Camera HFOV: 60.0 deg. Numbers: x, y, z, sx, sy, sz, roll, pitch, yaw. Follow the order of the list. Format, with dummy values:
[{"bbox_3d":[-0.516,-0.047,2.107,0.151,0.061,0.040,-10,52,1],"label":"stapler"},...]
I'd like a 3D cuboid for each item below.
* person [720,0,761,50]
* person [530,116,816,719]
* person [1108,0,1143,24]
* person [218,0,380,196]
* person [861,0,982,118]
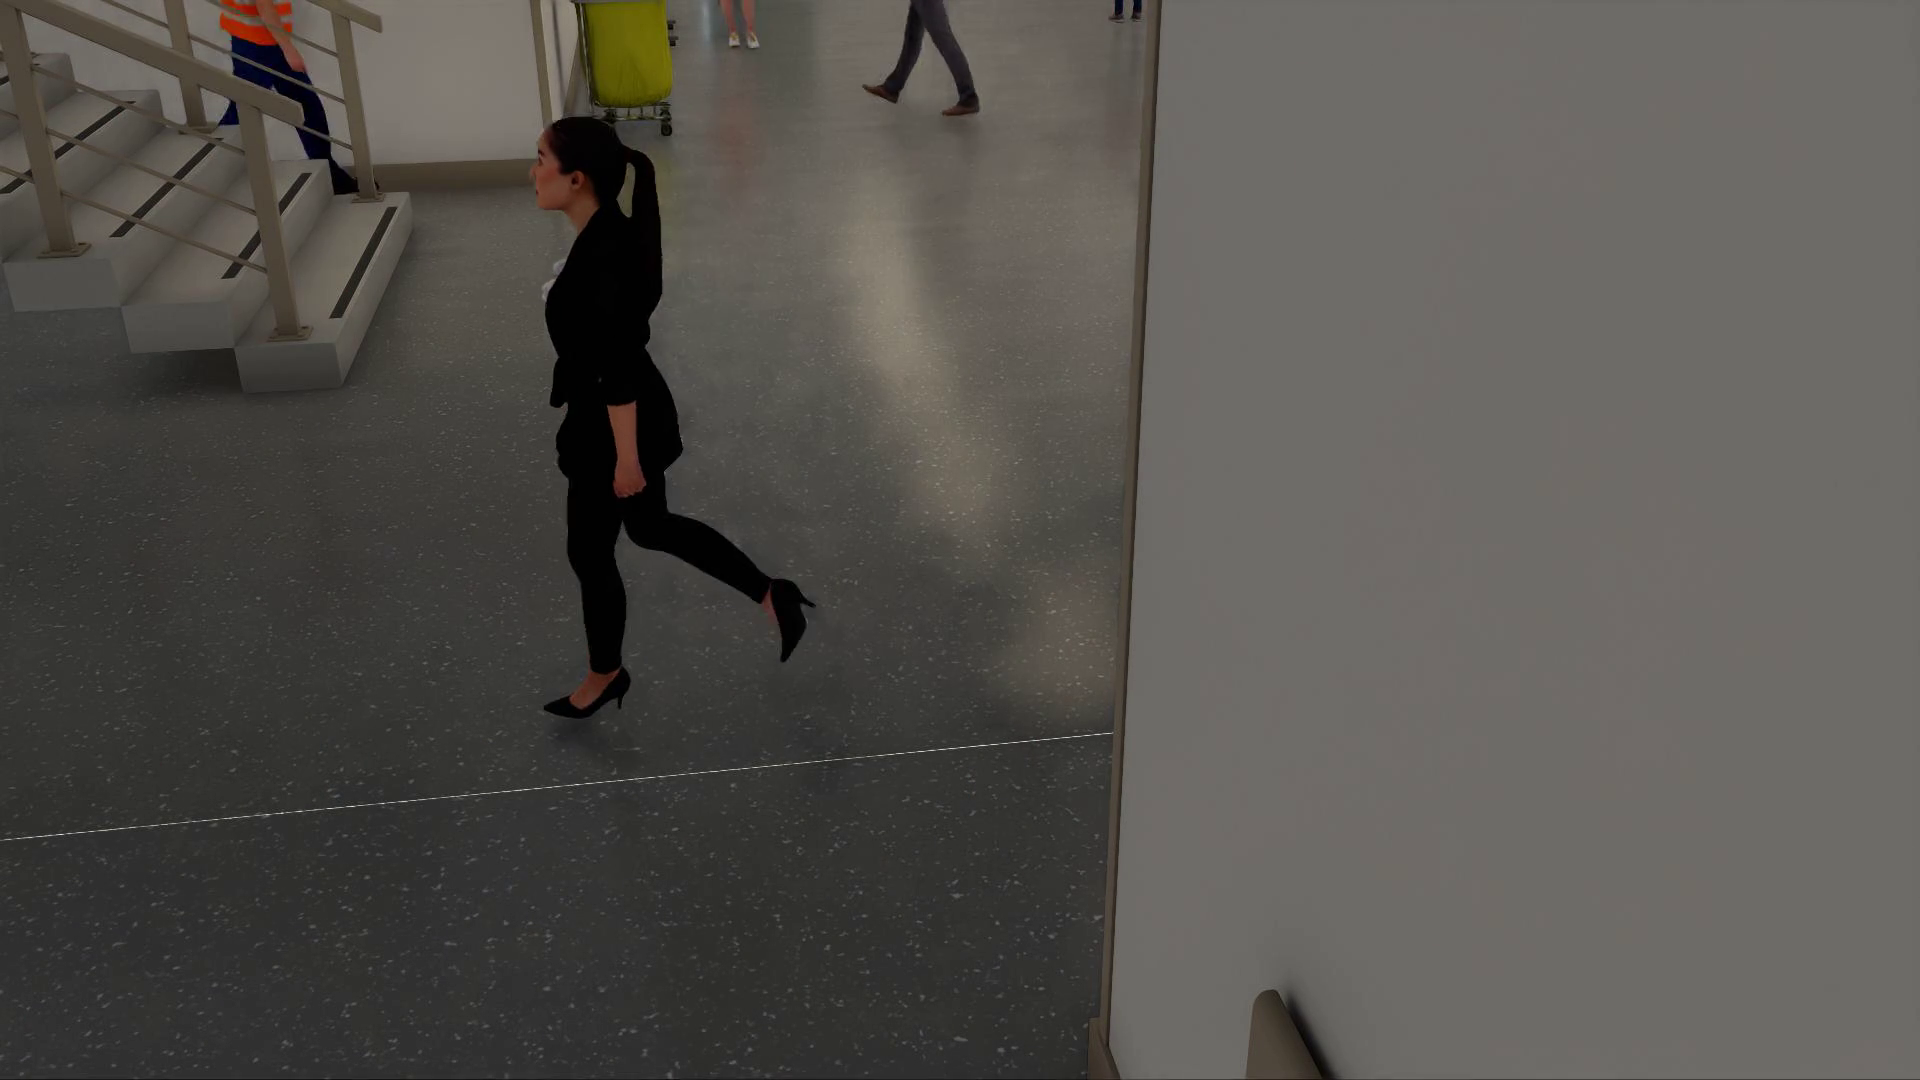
[{"bbox_3d":[-2.023,-5.142,14.367,0.690,1.725,0.625,-5,26,-10],"label":"person"},{"bbox_3d":[-0.794,-0.263,4.351,0.991,1.638,0.633,-3,26,-5],"label":"person"},{"bbox_3d":[1.590,-5.814,15.742,0.441,1.742,0.626,-5,26,-11],"label":"person"},{"bbox_3d":[-3.975,-2.728,9.227,1.212,1.843,0.655,-5,26,-10],"label":"person"},{"bbox_3d":[-0.143,-3.863,11.532,1.328,1.884,1.180,13,29,25],"label":"person"}]
